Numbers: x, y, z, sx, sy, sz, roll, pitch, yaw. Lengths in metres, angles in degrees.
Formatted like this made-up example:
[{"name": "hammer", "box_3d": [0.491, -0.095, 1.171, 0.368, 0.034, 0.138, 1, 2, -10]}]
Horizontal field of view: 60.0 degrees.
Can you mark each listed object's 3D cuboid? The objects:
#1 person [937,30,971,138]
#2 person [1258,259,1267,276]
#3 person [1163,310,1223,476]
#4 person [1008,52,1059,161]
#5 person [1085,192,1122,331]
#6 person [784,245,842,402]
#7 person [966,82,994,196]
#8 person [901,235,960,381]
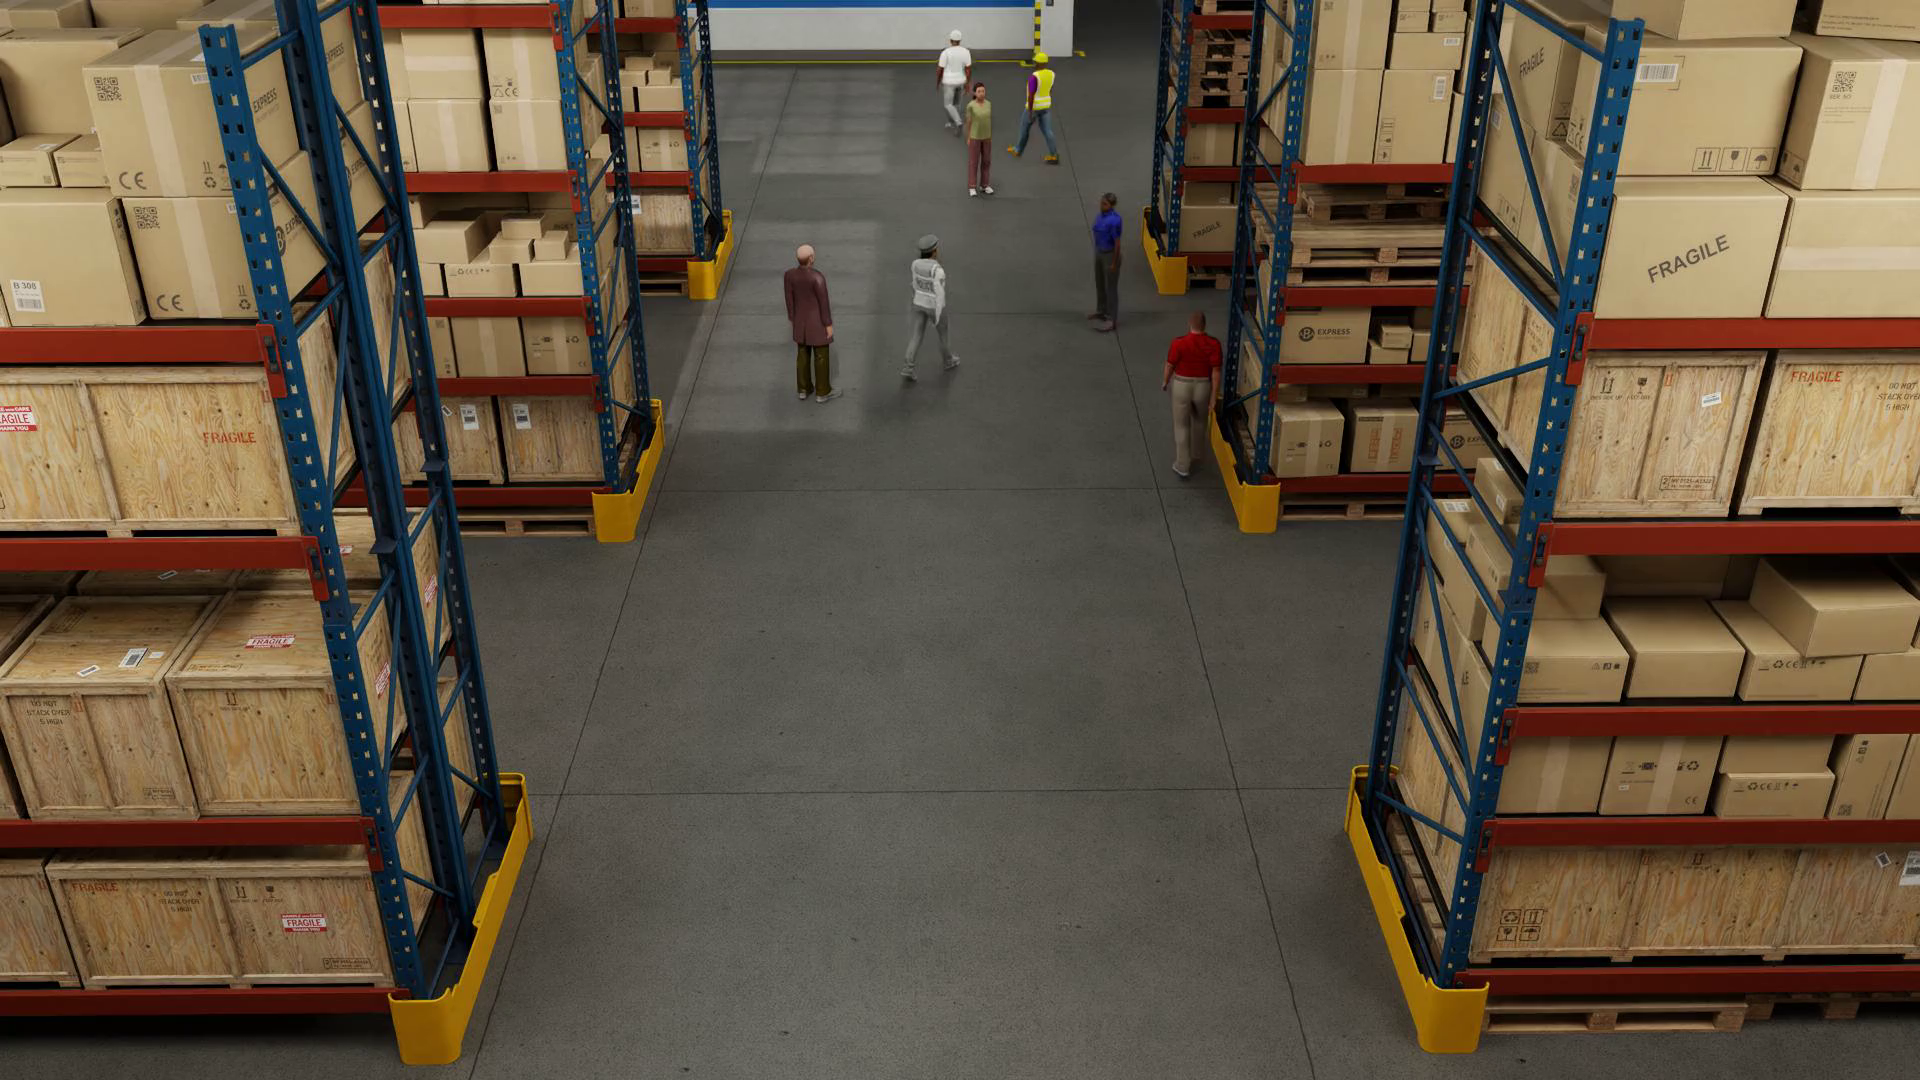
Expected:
[{"name": "person", "box_3d": [-0.097, -7.832, 28.491, 0.570, 1.756, 0.912, -13, 31, -23]}, {"name": "person", "box_3d": [3.583, -2.600, 18.714, 0.544, 1.795, 0.348, 6, 29, 12]}, {"name": "person", "box_3d": [2.319, -1.554, 16.802, 0.543, 1.711, 0.761, -1, 28, -3]}, {"name": "person", "box_3d": [1.241, -7.077, 27.090, 0.593, 1.729, 0.981, -20, 34, -33]}, {"name": "person", "box_3d": [1.785, -3.451, 20.414, 0.368, 1.663, 0.590, -16, 32, -27]}, {"name": "person", "box_3d": [-1.627, -2.418, 18.387, 0.551, 1.781, 0.388, 14, 31, 24]}, {"name": "person", "box_3d": [0.308, -6.139, 25.428, 0.427, 1.671, 0.398, -12, 30, -21]}, {"name": "person", "box_3d": [-0.351, -2.673, 18.961, 0.483, 1.650, 0.962, 16, 32, 27]}]
